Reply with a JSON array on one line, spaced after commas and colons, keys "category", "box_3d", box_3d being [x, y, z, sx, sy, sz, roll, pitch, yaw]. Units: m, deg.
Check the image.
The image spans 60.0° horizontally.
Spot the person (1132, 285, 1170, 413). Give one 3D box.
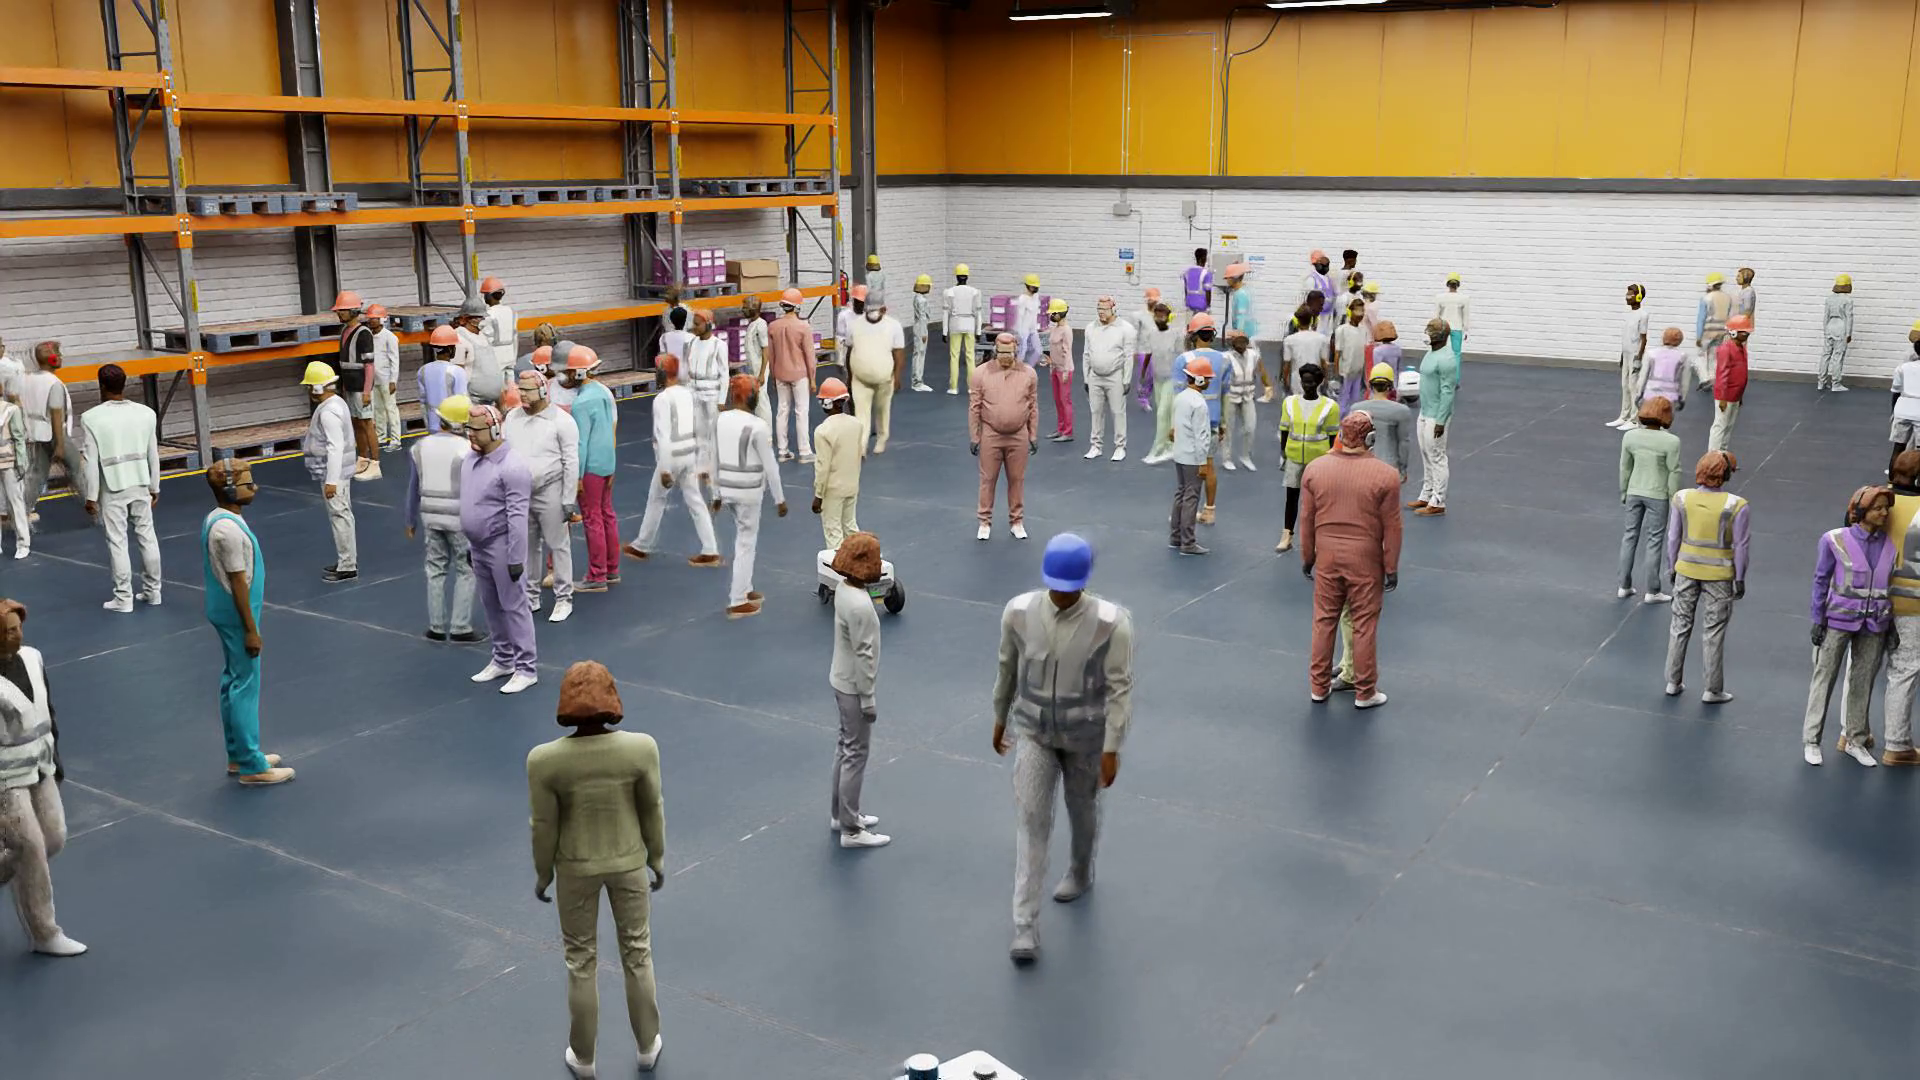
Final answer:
[{"category": "person", "box_3d": [2.610, -2.635, 22.877, 0.595, 1.741, 0.520, -4, 14, -19]}]

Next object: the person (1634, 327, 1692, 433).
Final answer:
[{"category": "person", "box_3d": [7.852, -1.572, 18.573, 0.549, 1.609, 0.680, 9, 16, 33]}]

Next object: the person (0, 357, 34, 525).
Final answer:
[{"category": "person", "box_3d": [-9.160, -1.085, 15.859, 0.353, 1.883, 0.573, 10, 16, 36]}]

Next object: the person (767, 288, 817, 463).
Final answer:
[{"category": "person", "box_3d": [-1.907, -1.859, 19.041, 0.611, 1.964, 0.375, 6, 14, 25]}]

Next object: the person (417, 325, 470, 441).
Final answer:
[{"category": "person", "box_3d": [-4.744, -1.025, 15.478, 0.542, 1.938, 0.358, 6, 14, 23]}]

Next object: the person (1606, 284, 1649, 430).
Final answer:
[{"category": "person", "box_3d": [8.608, -2.344, 21.347, 0.329, 1.873, 0.515, -1, 13, -2]}]

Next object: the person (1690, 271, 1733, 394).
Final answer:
[{"category": "person", "box_3d": [11.052, -3.042, 24.488, 0.607, 1.817, 0.404, -4, 14, -18]}]

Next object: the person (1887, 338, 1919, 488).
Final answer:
[{"category": "person", "box_3d": [9.783, -1.255, 17.020, 0.319, 1.690, 0.542, -8, 15, -32]}]

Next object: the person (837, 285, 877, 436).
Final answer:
[{"category": "person", "box_3d": [-1.270, -2.267, 20.978, 0.563, 1.898, 0.669, -1, 13, -3]}]

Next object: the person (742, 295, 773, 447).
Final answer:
[{"category": "person", "box_3d": [-2.441, -2.023, 20.016, 0.326, 1.841, 0.513, -5, 14, -21]}]

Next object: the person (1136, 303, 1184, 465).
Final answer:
[{"category": "person", "box_3d": [2.238, -1.760, 18.895, 0.537, 1.832, 0.871, 12, 18, 42]}]

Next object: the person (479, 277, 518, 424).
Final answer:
[{"category": "person", "box_3d": [-5.602, -2.155, 20.146, 0.397, 2.043, 0.609, 6, 14, 24]}]

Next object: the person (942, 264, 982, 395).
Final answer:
[{"category": "person", "box_3d": [0.029, -3.107, 24.570, 0.596, 1.915, 0.423, -2, 13, -7]}]

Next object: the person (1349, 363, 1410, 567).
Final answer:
[{"category": "person", "box_3d": [3.550, -0.626, 14.149, 0.527, 1.760, 0.337, 6, 14, 26]}]

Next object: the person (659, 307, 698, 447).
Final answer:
[{"category": "person", "box_3d": [-3.351, -1.954, 20.030, 0.540, 1.700, 0.316, 5, 14, 21]}]

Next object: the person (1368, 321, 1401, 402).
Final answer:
[{"category": "person", "box_3d": [4.847, -1.688, 19.021, 0.507, 1.631, 0.266, -12, 18, -42]}]

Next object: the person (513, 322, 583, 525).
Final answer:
[{"category": "person", "box_3d": [-3.875, -1.083, 15.727, 0.636, 1.939, 0.363, 3, 13, 15]}]

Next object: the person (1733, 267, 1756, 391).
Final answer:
[{"category": "person", "box_3d": [11.690, -3.148, 24.887, 0.345, 1.847, 0.504, 5, 14, 22]}]

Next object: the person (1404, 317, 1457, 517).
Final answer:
[{"category": "person", "box_3d": [4.616, -1.198, 16.223, 0.358, 1.939, 0.636, 0, 13, -1]}]

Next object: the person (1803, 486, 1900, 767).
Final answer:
[{"category": "person", "box_3d": [5.131, 0.491, 9.544, 0.512, 1.645, 0.307, 1, 13, 4]}]

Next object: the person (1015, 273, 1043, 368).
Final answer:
[{"category": "person", "box_3d": [1.025, -3.173, 25.215, 0.494, 1.735, 0.548, 10, 16, 36]}]

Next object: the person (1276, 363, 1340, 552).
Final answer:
[{"category": "person", "box_3d": [3.063, -0.715, 14.661, 0.535, 1.697, 0.322, 6, 14, 26]}]

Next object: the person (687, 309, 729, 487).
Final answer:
[{"category": "person", "box_3d": [-2.700, -1.513, 17.714, 0.578, 1.883, 0.353, 10, 16, 38]}]

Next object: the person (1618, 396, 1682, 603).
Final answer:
[{"category": "person", "box_3d": [5.426, -0.323, 13.098, 0.281, 1.633, 0.499, -10, 16, -36]}]

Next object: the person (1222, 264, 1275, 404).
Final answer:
[{"category": "person", "box_3d": [3.990, -2.929, 23.695, 1.112, 1.972, 0.653, 1, 13, 5]}]

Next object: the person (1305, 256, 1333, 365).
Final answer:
[{"category": "person", "box_3d": [6.012, -3.816, 27.824, 0.628, 1.835, 0.430, -12, 18, -42]}]

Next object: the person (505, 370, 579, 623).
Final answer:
[{"category": "person", "box_3d": [-3.183, -0.330, 12.529, 0.636, 1.911, 0.405, 5, 14, 21]}]

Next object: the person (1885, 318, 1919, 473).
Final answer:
[{"category": "person", "box_3d": [10.492, -1.572, 18.277, 0.487, 1.744, 0.297, -5, 14, -21]}]

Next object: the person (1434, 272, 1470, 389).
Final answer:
[{"category": "person", "box_3d": [7.432, -3.172, 25.183, 0.523, 1.760, 0.336, 4, 14, 17]}]

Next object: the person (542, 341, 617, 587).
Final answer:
[{"category": "person", "box_3d": [-3.135, -0.613, 13.467, 0.680, 2.000, 0.536, 1, 13, 4]}]

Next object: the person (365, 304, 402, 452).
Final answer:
[{"category": "person", "box_3d": [-6.905, -1.932, 19.807, 0.563, 1.756, 0.318, 8, 15, 31]}]

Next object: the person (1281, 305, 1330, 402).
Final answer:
[{"category": "person", "box_3d": [3.837, -1.685, 18.535, 0.546, 1.846, 0.392, -1, 13, -4]}]

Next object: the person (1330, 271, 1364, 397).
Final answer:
[{"category": "person", "box_3d": [5.659, -2.975, 24.139, 0.394, 1.846, 0.584, 9, 16, 33]}]

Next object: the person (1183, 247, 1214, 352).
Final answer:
[{"category": "person", "box_3d": [4.155, -4.029, 28.484, 0.760, 1.939, 0.642, -12, 18, -43]}]

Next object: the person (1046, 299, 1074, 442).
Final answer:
[{"category": "person", "box_3d": [1.221, -2.087, 20.483, 0.337, 1.757, 0.518, -5, 14, -20]}]

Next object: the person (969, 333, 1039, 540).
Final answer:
[{"category": "person", "box_3d": [0.406, -0.939, 15.191, 0.652, 1.898, 0.403, -2, 13, -8]}]

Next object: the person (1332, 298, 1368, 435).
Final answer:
[{"category": "person", "box_3d": [4.545, -1.881, 19.343, 0.533, 1.868, 0.310, -9, 16, -34]}]

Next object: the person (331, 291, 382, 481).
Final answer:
[{"category": "person", "box_3d": [-6.550, -1.663, 18.014, 0.373, 2.043, 0.615, -12, 18, -42]}]
